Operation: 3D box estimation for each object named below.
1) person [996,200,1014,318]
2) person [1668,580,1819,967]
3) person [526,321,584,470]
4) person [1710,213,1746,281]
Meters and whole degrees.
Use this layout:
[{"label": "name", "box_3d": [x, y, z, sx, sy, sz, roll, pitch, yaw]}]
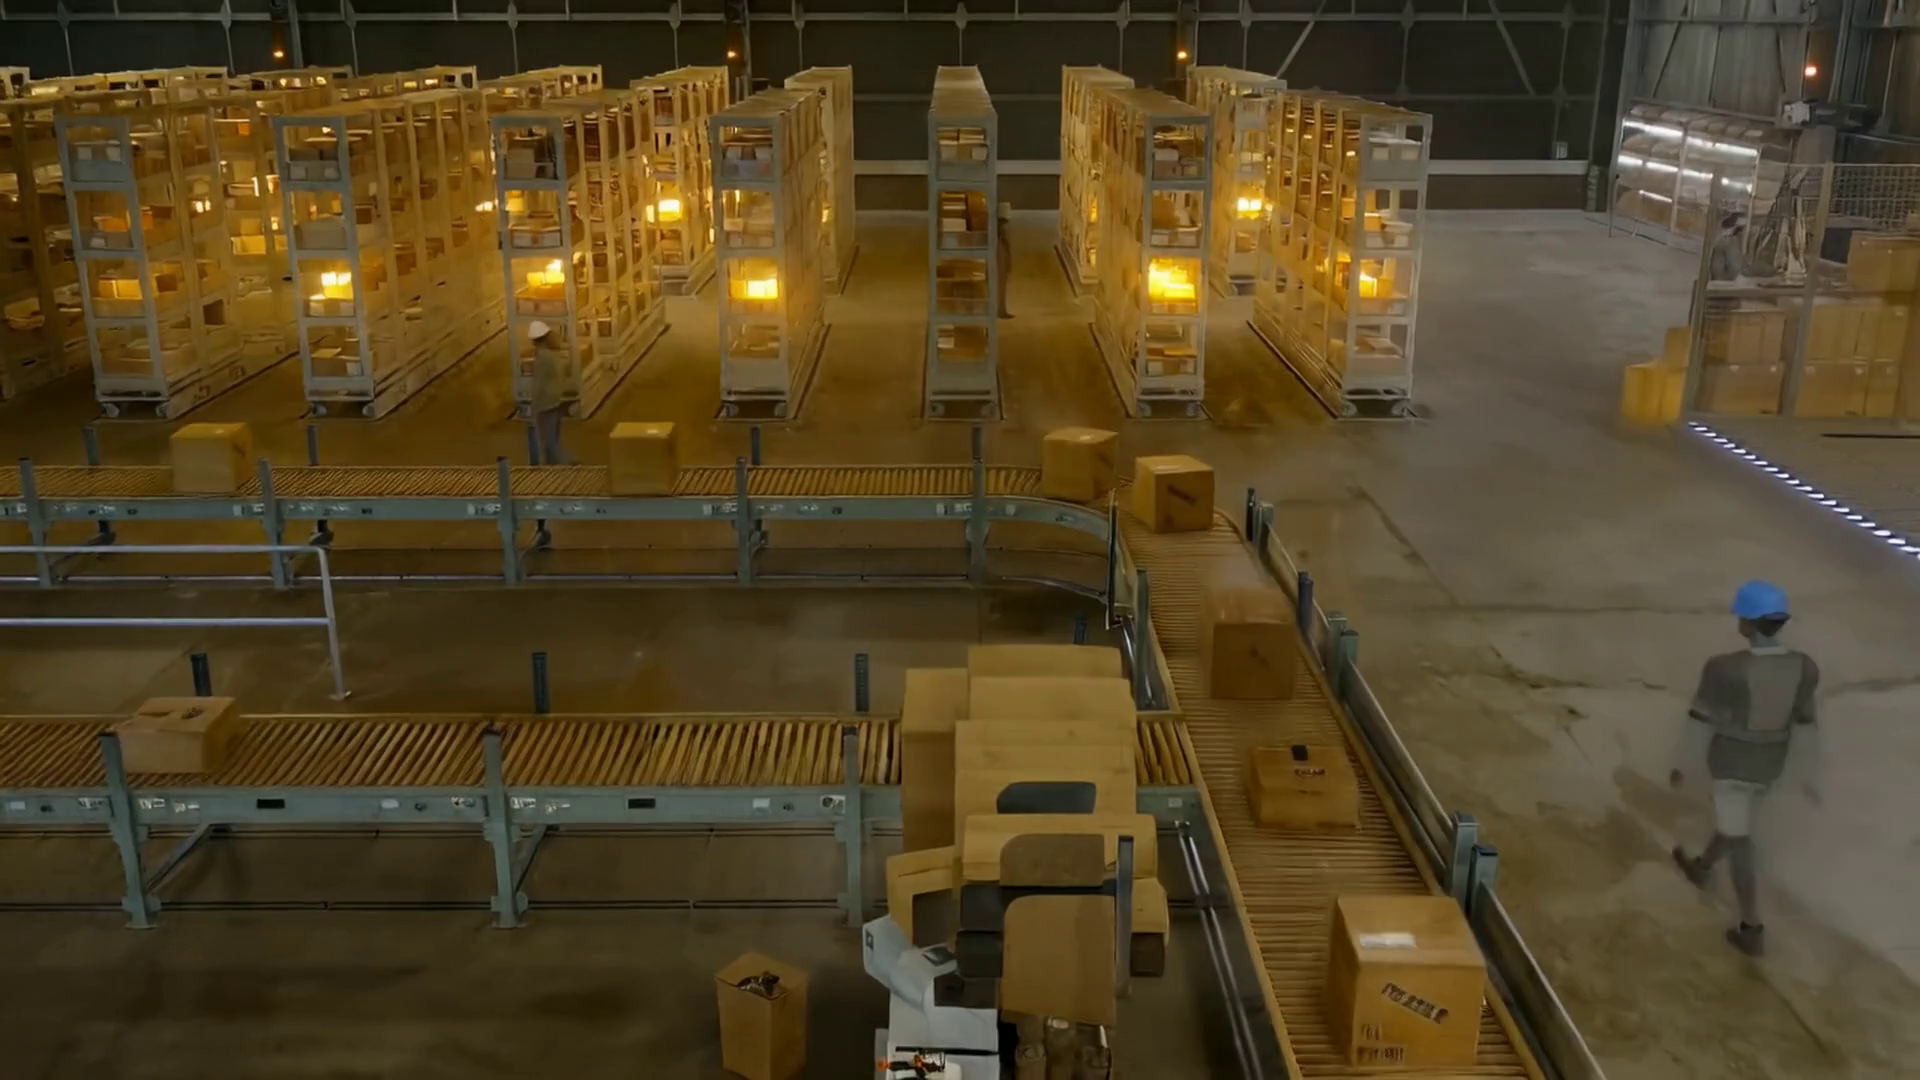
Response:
[{"label": "person", "box_3d": [0.601, -4.447, 26.353, 0.373, 1.840, 0.572, -11, 21, -31]}, {"label": "person", "box_3d": [4.135, 1.170, 8.849, 0.615, 1.978, 1.064, -3, 18, -8]}, {"label": "person", "box_3d": [-4.172, -1.365, 17.007, 0.583, 1.745, 0.534, 4, 18, 13]}, {"label": "person", "box_3d": [10.850, -3.645, 23.642, 0.382, 1.993, 0.622, 8, 20, 23]}]
